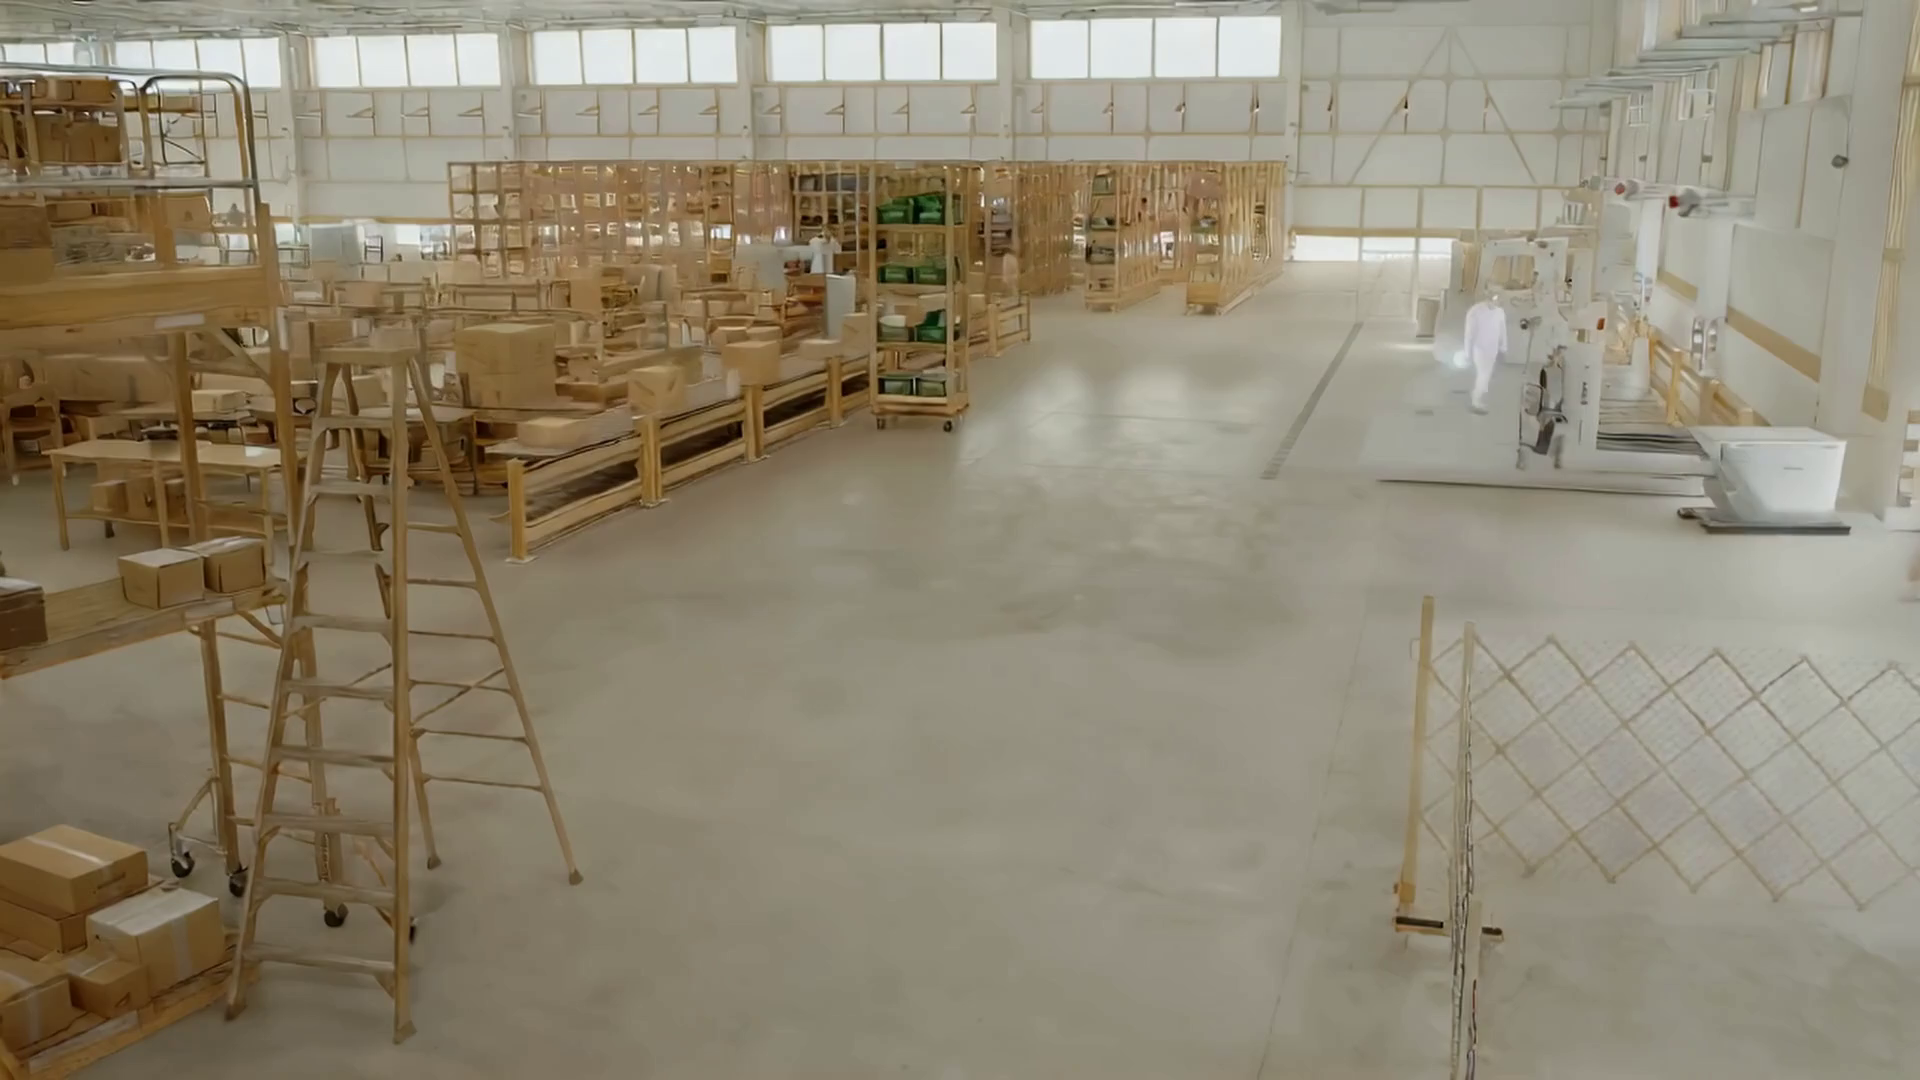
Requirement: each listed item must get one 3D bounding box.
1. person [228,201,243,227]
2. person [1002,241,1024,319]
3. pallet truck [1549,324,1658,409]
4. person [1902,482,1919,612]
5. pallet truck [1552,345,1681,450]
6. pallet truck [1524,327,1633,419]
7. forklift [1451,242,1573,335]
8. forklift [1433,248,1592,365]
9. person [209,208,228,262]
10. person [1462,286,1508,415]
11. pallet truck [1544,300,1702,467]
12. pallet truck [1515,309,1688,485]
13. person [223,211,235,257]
[{"bbox_3d":[-29.064,-12.580,66.656,0.603,1.957,0.972,-7,15,-28],"label":"person"},{"bbox_3d":[1.160,-6.104,38.969,0.758,1.812,0.594,5,14,21],"label":"person"},{"bbox_3d":[9.824,-2.669,25.407,1.601,1.201,0.680,4,14,16],"label":"pallet truck"},{"bbox_3d":[8.220,-0.406,13.856,0.391,2.040,0.615,3,13,13],"label":"person"},{"bbox_3d":[8.641,-1.896,21.908,1.630,1.274,0.653,4,14,16],"label":"pallet truck"},{"bbox_3d":[9.065,-2.460,24.370,1.522,1.261,0.704,3,13,14],"label":"pallet truck"},{"bbox_3d":[10.464,-4.597,31.405,2.680,1.987,1.157,4,14,16],"label":"forklift"},{"bbox_3d":[9.780,-4.111,29.280,2.680,1.987,1.157,3,13,14],"label":"forklift"},{"bbox_3d":[-26.036,-10.685,58.457,0.605,1.950,0.380,-5,14,-22],"label":"person"},{"bbox_3d":[7.753,-2.766,24.376,0.687,1.885,0.575,-6,14,-23],"label":"person"},{"bbox_3d":[8.263,-1.952,20.631,1.885,1.965,0.823,5,14,20],"label":"pallet truck"},{"bbox_3d":[7.554,-1.677,19.446,1.885,1.965,0.823,3,13,14],"label":"pallet truck"},{"bbox_3d":[-27.399,-11.441,62.211,0.554,1.723,0.786,2,13,10],"label":"person"}]
